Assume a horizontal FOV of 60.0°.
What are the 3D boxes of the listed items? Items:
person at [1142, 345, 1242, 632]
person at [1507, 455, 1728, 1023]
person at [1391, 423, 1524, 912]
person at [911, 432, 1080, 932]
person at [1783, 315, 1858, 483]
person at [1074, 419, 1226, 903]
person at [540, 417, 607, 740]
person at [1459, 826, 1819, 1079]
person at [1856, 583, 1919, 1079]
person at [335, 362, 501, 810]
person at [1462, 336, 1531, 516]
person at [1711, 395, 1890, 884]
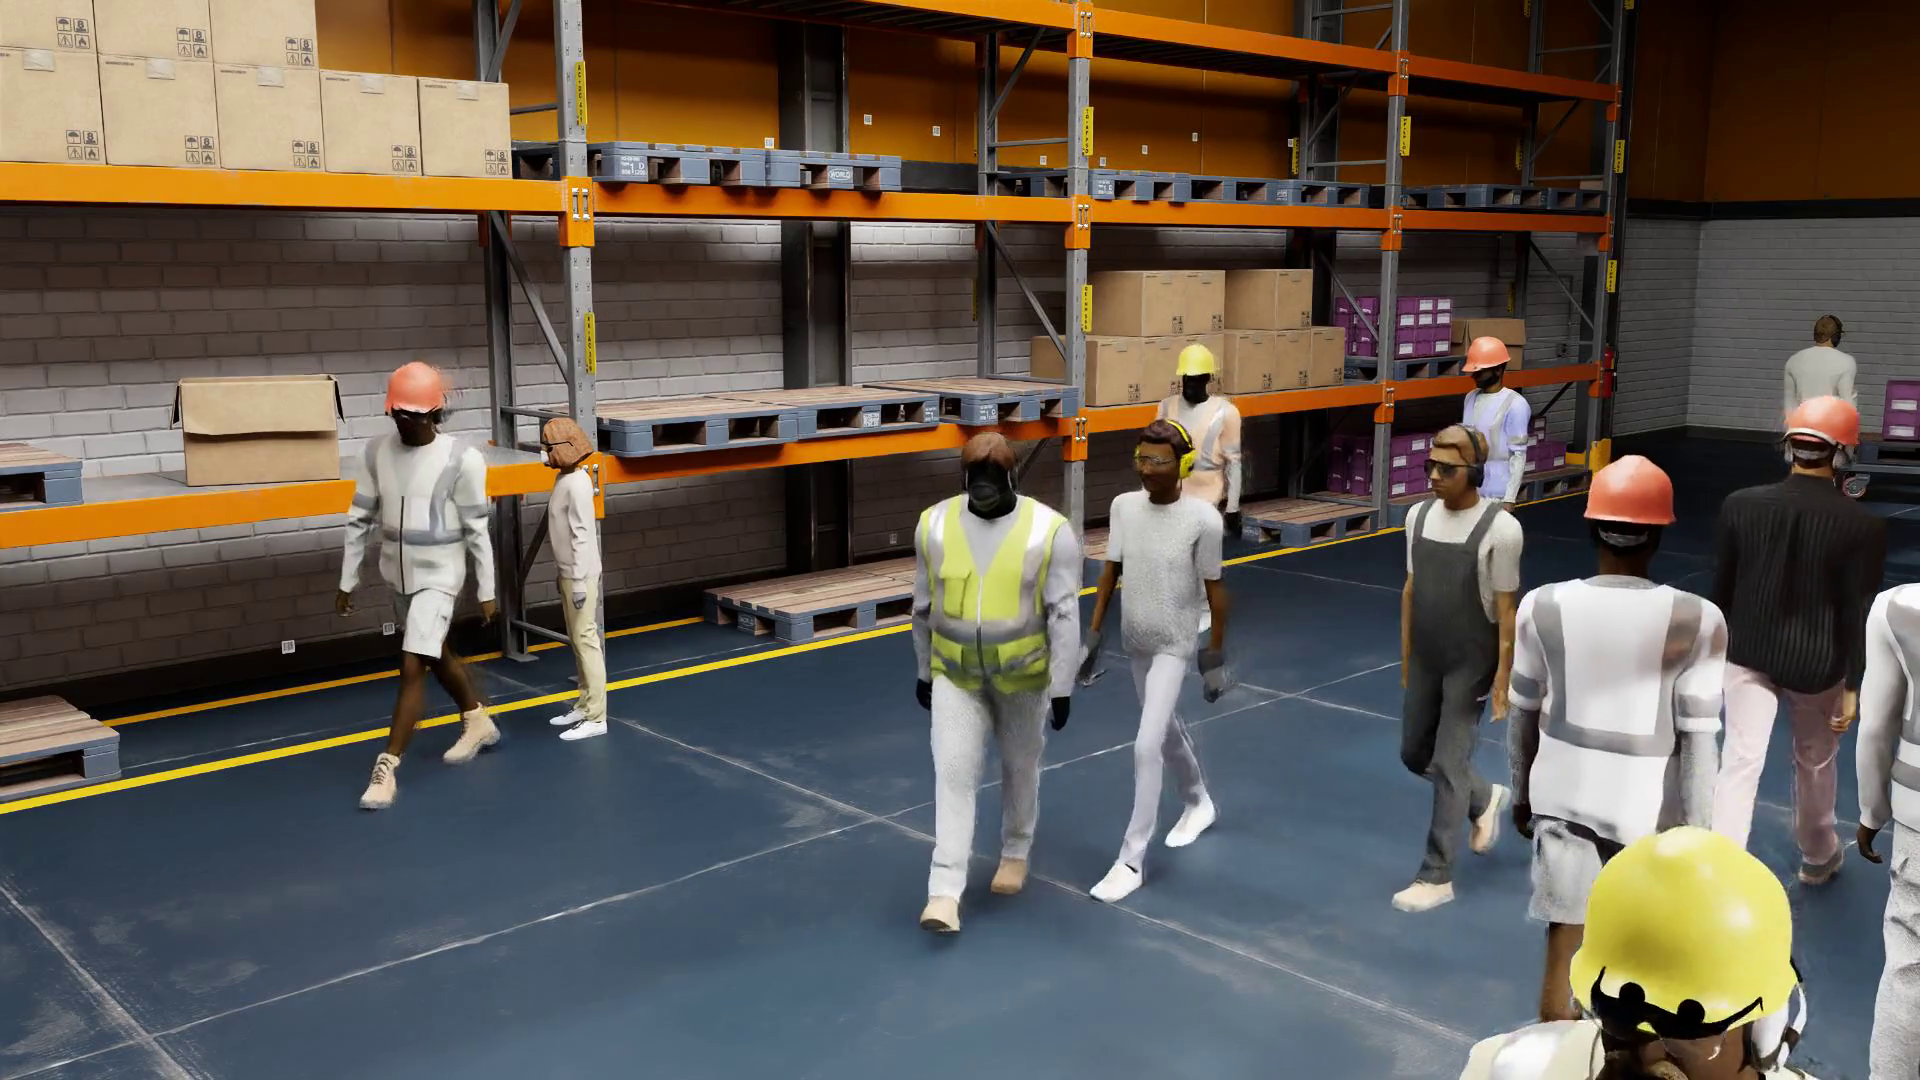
[{"bbox_3d":[1.436,-0.285,10.498,0.593,1.876,0.967,9,13,43],"label":"person"},{"bbox_3d":[1.796,0.709,4.614,0.553,1.886,0.998,5,11,27],"label":"person"},{"bbox_3d":[1.905,0.460,6.296,0.684,1.828,0.511,-7,12,-35],"label":"person"},{"bbox_3d":[0.106,0.511,6.057,0.657,1.791,0.941,2,10,13],"label":"person"},{"bbox_3d":[7.252,-0.922,14.040,0.373,1.940,0.629,-6,11,-31],"label":"person"},{"bbox_3d":[0.792,0.417,6.551,0.529,1.826,0.977,9,13,43],"label":"person"},{"bbox_3d":[-1.962,0.191,8.439,0.277,1.628,0.500,-4,10,-20],"label":"person"},{"bbox_3d":[0.735,1.217,1.911,0.845,1.797,0.626,-9,13,-43],"label":"person"},{"bbox_3d":[2.685,0.751,4.409,0.576,1.882,0.355,7,12,35],"label":"person"},{"bbox_3d":[-2.448,0.162,7.615,0.700,1.975,1.025,3,10,17],"label":"person"},{"bbox_3d":[3.331,-0.326,10.578,0.373,1.928,0.543,-5,11,-25],"label":"person"},{"bbox_3d":[3.064,0.433,6.148,0.605,1.933,1.072,8,13,40],"label":"person"}]
